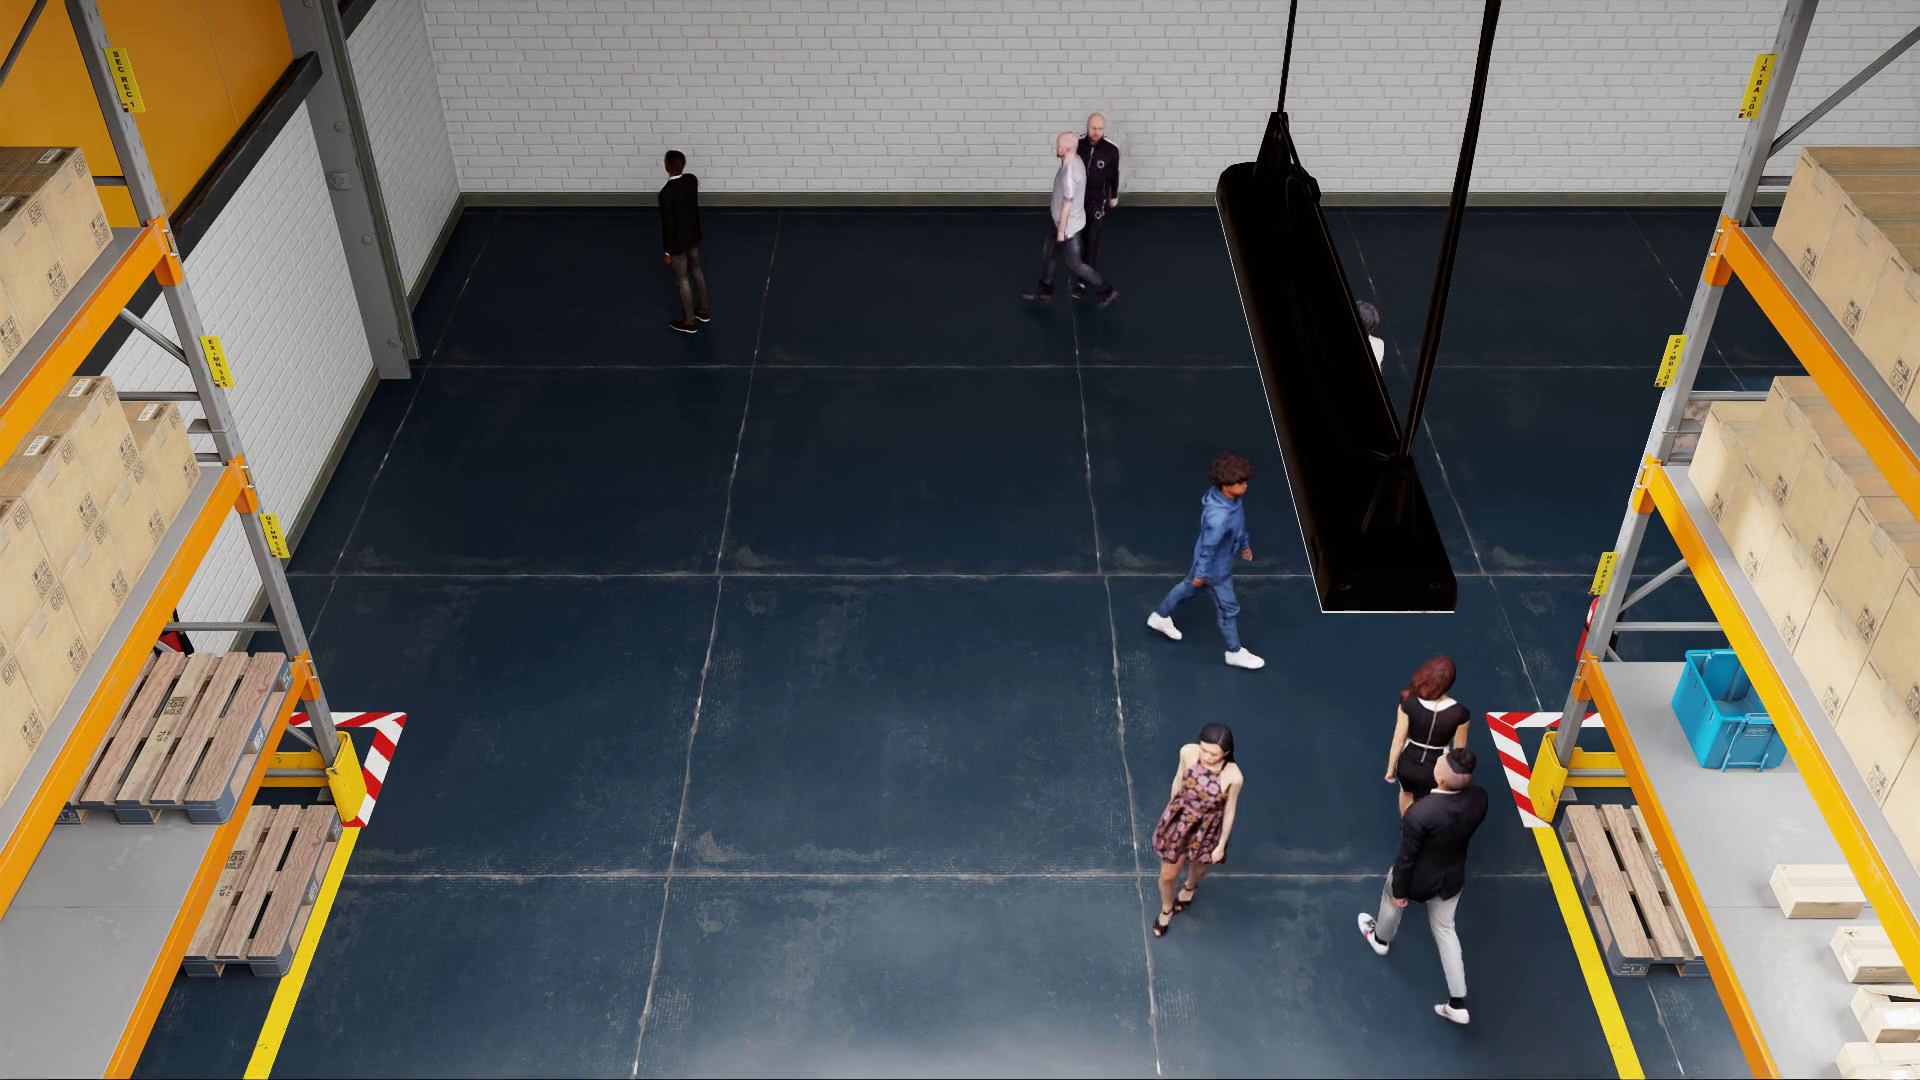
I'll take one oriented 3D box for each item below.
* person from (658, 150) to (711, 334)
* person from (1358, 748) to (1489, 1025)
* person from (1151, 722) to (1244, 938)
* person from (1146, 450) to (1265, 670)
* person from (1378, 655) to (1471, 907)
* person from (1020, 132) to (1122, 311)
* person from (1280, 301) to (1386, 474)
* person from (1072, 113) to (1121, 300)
[{"bbox_3d":[-2.553,-2.768,15.348,0.800,1.800,0.677,19,43,23],"label":"person"},{"bbox_3d":[2.723,1.929,9.374,0.960,1.916,1.301,-11,40,-14],"label":"person"},{"bbox_3d":[1.466,1.649,9.862,0.796,1.746,0.867,22,43,25],"label":"person"},{"bbox_3d":[1.716,0.106,11.768,0.966,1.778,1.160,11,40,13],"label":"person"},{"bbox_3d":[2.770,1.488,10.055,0.909,1.755,1.224,15,41,18],"label":"person"},{"bbox_3d":[1.114,-2.931,15.551,0.828,1.802,1.175,4,39,5],"label":"person"},{"bbox_3d":[3.145,-0.956,13.040,1.124,1.849,1.164,21,43,24],"label":"person"},{"bbox_3d":[1.277,-3.298,16.041,1.035,1.765,1.352,15,41,18],"label":"person"}]
